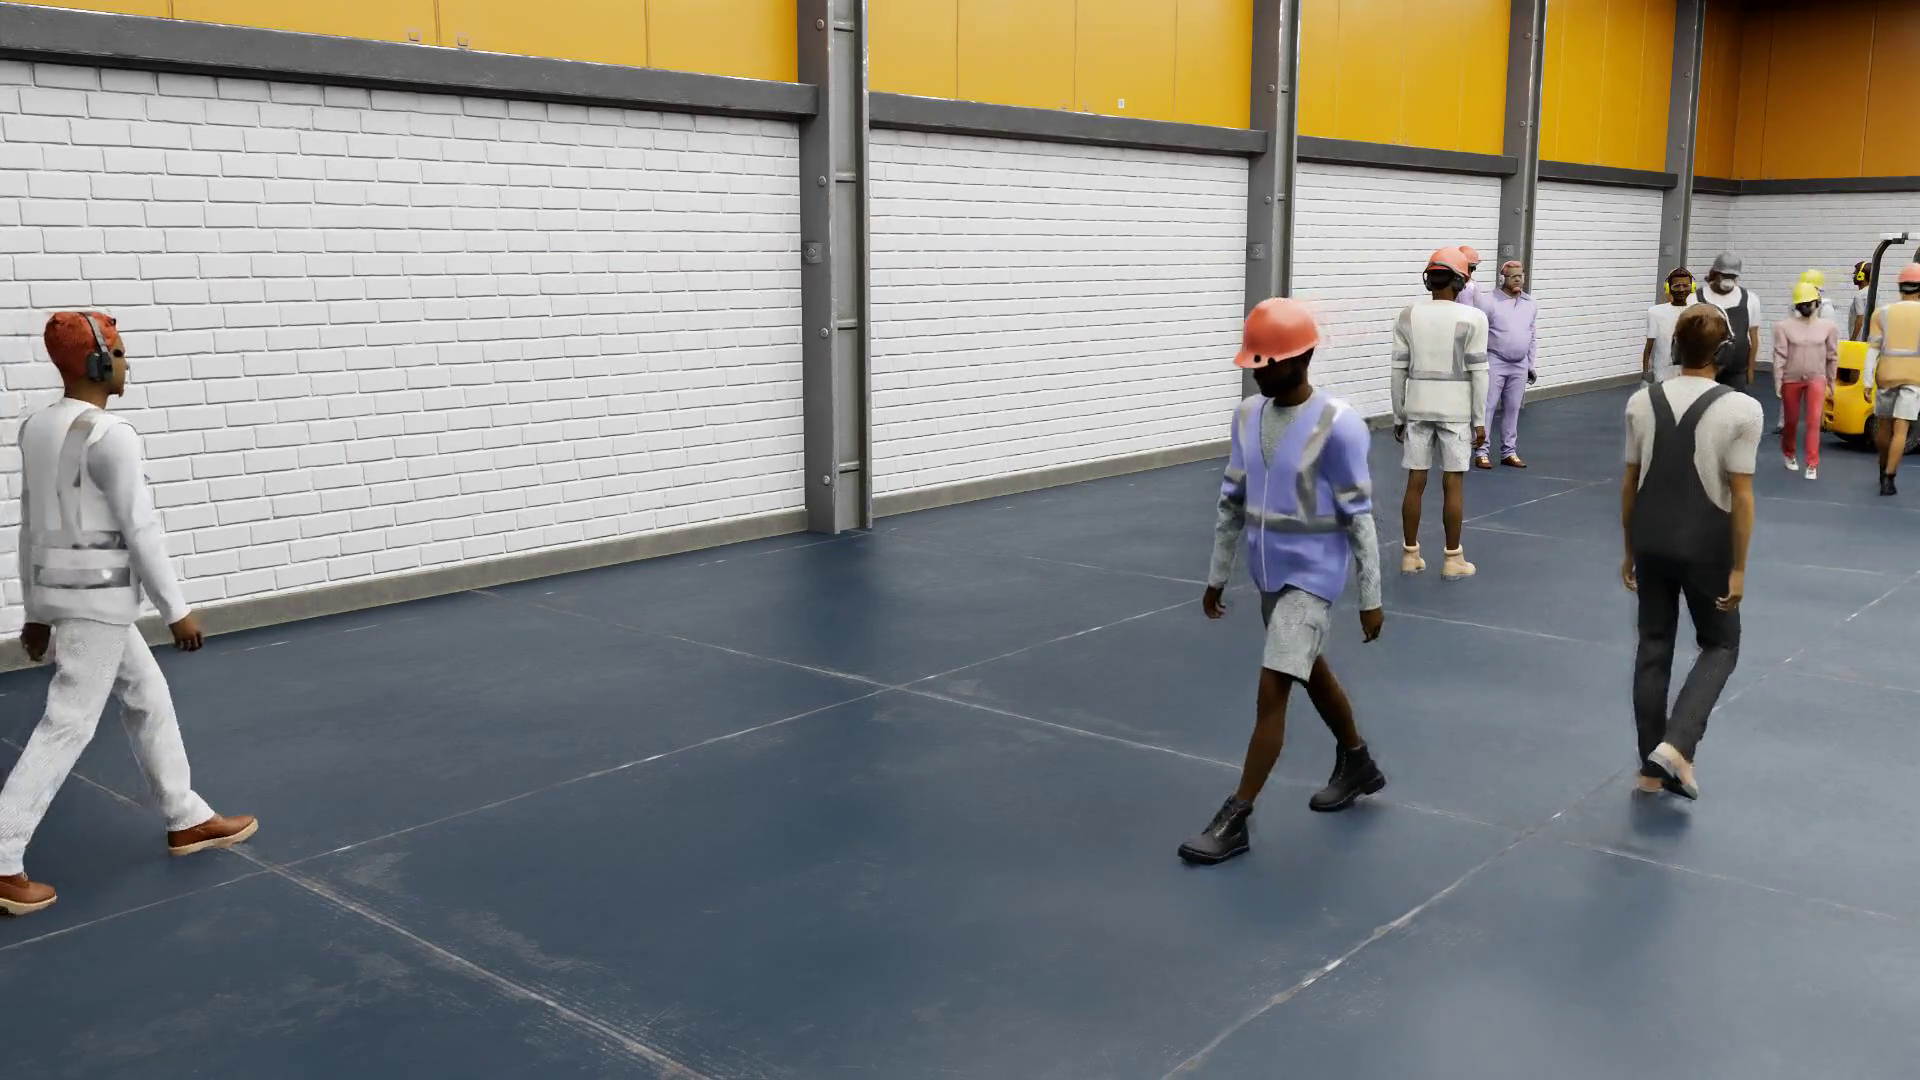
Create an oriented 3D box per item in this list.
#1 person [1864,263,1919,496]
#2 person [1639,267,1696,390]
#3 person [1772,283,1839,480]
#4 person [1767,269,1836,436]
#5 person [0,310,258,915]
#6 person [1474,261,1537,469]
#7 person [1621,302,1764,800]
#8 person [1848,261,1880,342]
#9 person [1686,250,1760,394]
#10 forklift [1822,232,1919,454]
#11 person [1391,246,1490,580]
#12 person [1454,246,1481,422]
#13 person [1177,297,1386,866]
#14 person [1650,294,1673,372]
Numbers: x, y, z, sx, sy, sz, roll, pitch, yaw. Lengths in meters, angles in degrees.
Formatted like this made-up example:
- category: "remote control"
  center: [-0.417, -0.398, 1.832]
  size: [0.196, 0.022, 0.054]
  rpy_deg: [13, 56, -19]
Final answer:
- category: "person"
  center: [7.884, -1.343, 13.859]
  size: [0.556, 1.890, 0.989]
  rpy_deg: [9, 13, 41]
- category: "person"
  center: [6.021, -1.358, 14.025]
  size: [0.537, 1.869, 0.312]
  rpy_deg: [1, 10, 8]
- category: "person"
  center: [7.562, -1.437, 14.918]
  size: [0.528, 1.720, 0.885]
  rpy_deg: [4, 11, 23]
- category: "person"
  center: [9.120, -1.999, 17.868]
  size: [0.619, 1.809, 0.622]
  rpy_deg: [-3, 10, -14]
- category: "person"
  center: [-2.756, 0.208, 5.206]
  size: [0.570, 1.844, 0.977]
  rpy_deg: [9, 13, 41]
- category: "person"
  center: [5.040, -1.608, 15.341]
  size: [0.637, 1.911, 0.403]
  rpy_deg: [-2, 10, -14]
- category: "person"
  center: [2.622, 0.062, 6.040]
  size: [0.437, 1.834, 0.505]
  rpy_deg: [-9, 14, -42]
- category: "person"
  center: [10.422, -2.284, 19.297]
  size: [0.521, 1.871, 0.328]
  rpy_deg: [-8, 13, -40]
- category: "person"
  center: [6.770, -1.601, 14.919]
  size: [0.696, 2.000, 0.670]
  rpy_deg: [2, 10, 13]
- category: "forklift"
  center: [9.955, -1.972, 16.595]
  size: [2.313, 2.155, 1.214]
  rpy_deg: [1, 10, 8]
- category: "person"
  center: [2.949, -0.772, 10.222]
  size: [0.604, 2.034, 0.386]
  rpy_deg: [7, 12, 35]
- category: "person"
  center: [5.333, -2.094, 17.703]
  size: [0.357, 2.047, 0.615]
  rpy_deg: [4, 11, 22]
- category: "person"
  center: [1.157, 0.110, 5.679]
  size: [1.029, 1.877, 0.589]
  rpy_deg: [-6, 12, -32]
- category: "person"
  center: [7.989, -2.017, 18.599]
  size: [0.847, 1.596, 0.515]
  rpy_deg: [-9, 13, -41]
